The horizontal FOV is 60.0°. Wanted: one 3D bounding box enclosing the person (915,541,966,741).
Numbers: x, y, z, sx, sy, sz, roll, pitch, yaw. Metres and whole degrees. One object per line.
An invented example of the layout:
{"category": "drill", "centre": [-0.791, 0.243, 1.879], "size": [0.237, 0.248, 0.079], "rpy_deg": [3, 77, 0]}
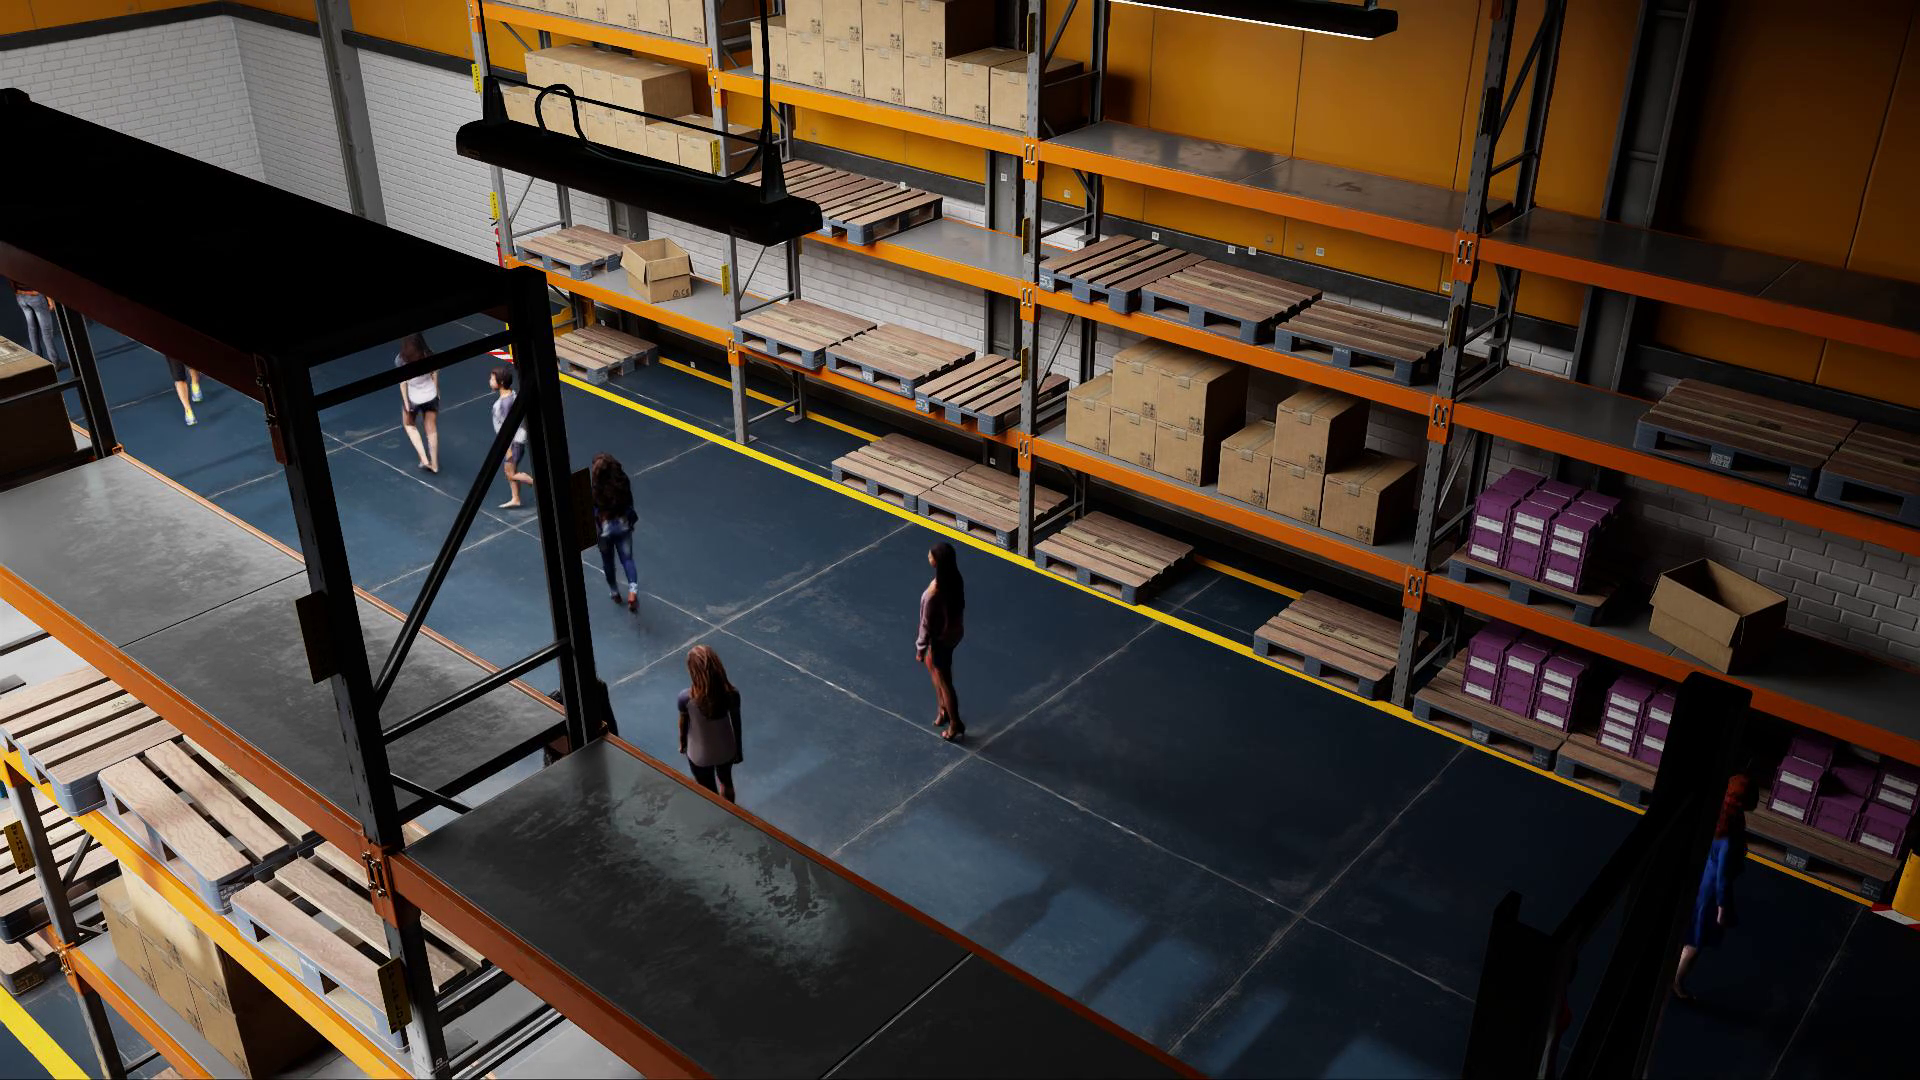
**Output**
{"category": "person", "centre": [-0.041, 0.836, 13.128], "size": [0.710, 1.798, 0.714], "rpy_deg": [14, 31, 24]}

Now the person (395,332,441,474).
{"category": "person", "centre": [-5.635, -1.469, 17.462], "size": [0.662, 1.694, 0.676], "rpy_deg": [-20, 34, -32]}

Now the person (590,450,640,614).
{"category": "person", "centre": [-3.089, -0.048, 14.959], "size": [0.877, 1.597, 1.053], "rpy_deg": [-13, 31, -22]}

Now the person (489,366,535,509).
{"category": "person", "centre": [-4.463, -1.020, 16.789], "size": [0.865, 1.550, 0.826], "rpy_deg": [-6, 29, -11]}

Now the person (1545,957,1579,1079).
{"category": "person", "centre": [3.185, 2.949, 9.306], "size": [0.609, 1.749, 0.589], "rpy_deg": [-21, 35, -33]}

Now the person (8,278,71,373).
{"category": "person", "centre": [-11.135, -2.882, 19.961], "size": [0.642, 1.782, 0.780], "rpy_deg": [6, 29, 10]}

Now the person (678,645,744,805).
{"category": "person", "centre": [-1.755, 1.574, 11.869], "size": [0.748, 1.709, 0.820], "rpy_deg": [-10, 30, -18]}

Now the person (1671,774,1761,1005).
{"category": "person", "centre": [4.667, 2.219, 10.574], "size": [0.790, 1.816, 0.744], "rpy_deg": [8, 30, 15]}
